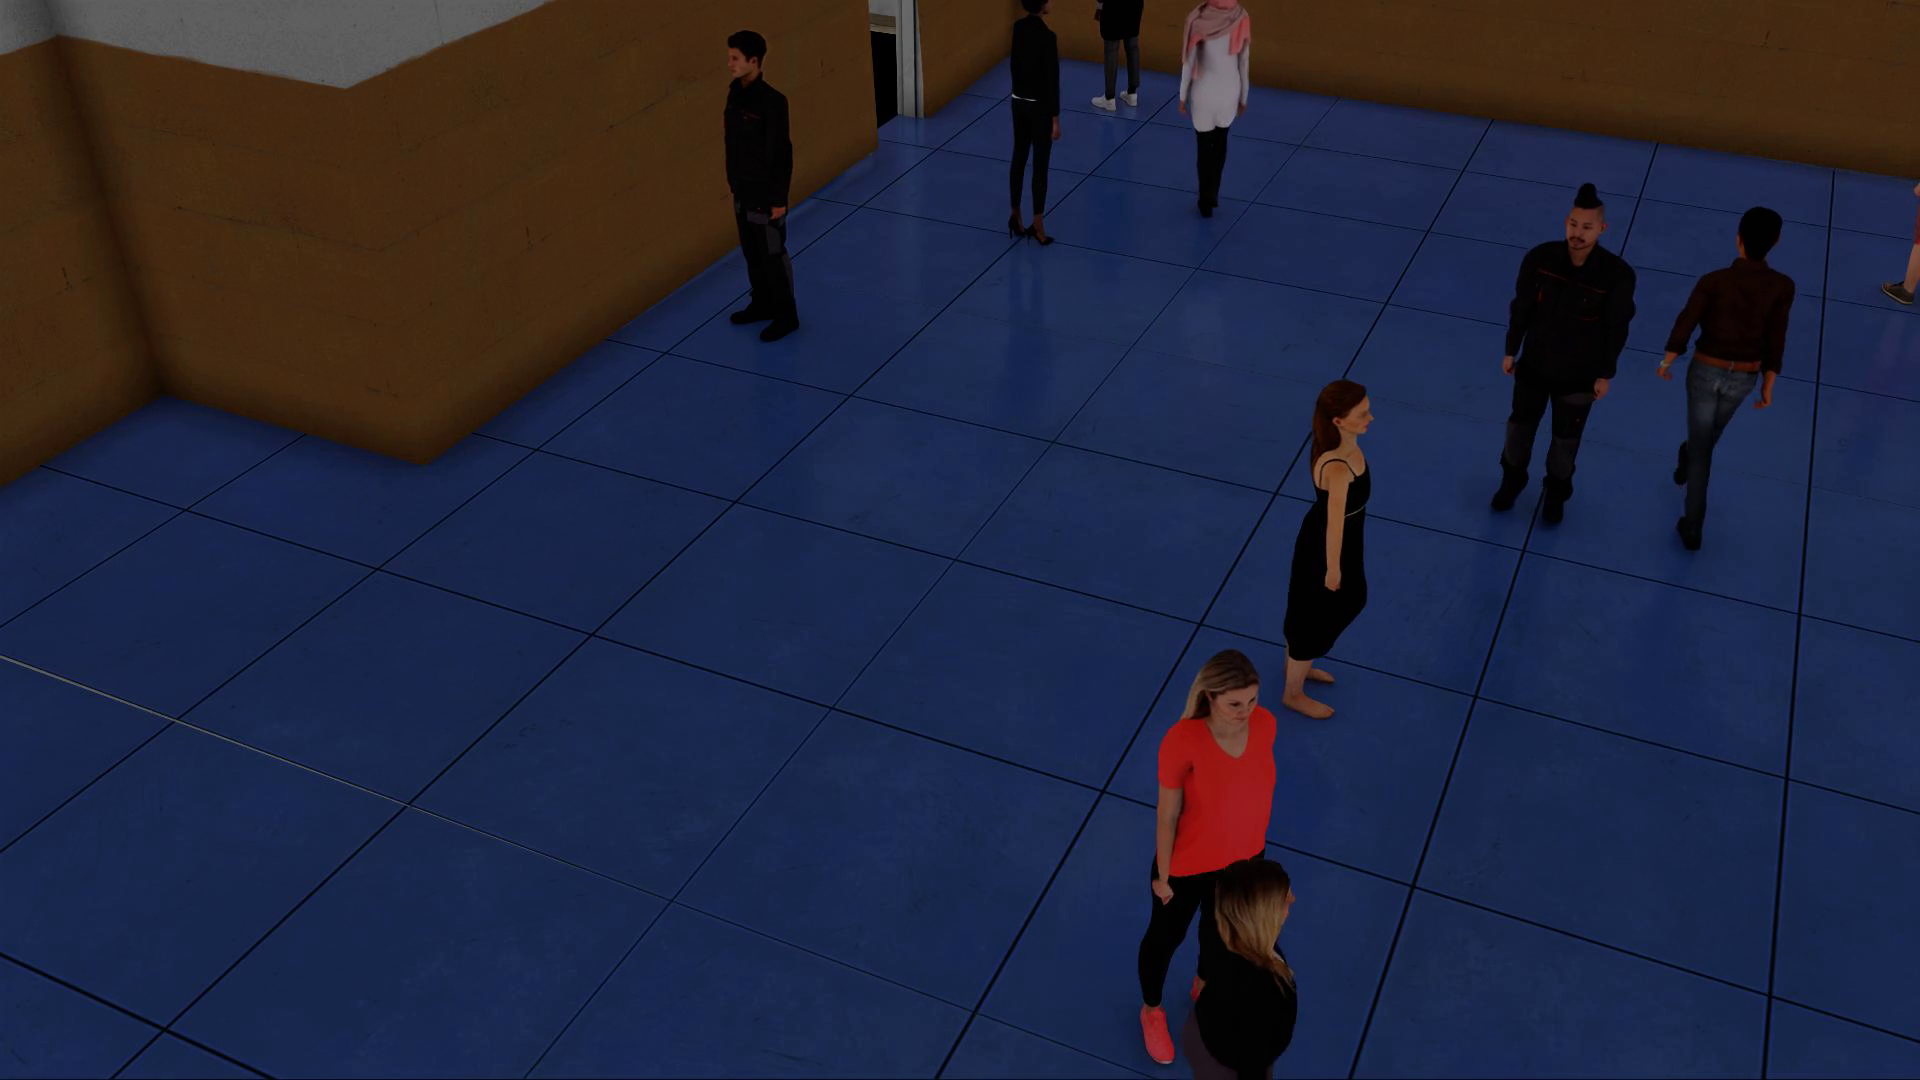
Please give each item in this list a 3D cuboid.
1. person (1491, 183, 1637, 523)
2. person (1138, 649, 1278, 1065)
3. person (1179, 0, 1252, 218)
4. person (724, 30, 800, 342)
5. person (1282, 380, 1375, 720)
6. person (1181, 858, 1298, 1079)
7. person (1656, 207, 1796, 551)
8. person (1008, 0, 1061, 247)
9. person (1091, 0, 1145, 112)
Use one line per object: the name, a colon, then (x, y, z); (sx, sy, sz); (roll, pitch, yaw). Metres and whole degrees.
person: (3.086, -0.952, 8.530); (0.618, 1.853, 0.862); (21, 39, 28)
person: (0.838, 1.063, 5.667); (0.675, 1.695, 0.723); (-14, 36, -20)
person: (1.839, -3.143, 11.897); (0.768, 1.797, 0.854); (-1, 34, -1)
person: (-1.246, -2.210, 10.360); (0.852, 1.945, 0.704); (-24, 41, -32)
person: (1.601, 0.023, 7.292); (0.619, 1.624, 0.621); (8, 34, 11)
person: (0.750, 1.557, 4.954); (0.729, 1.660, 0.686); (-5, 34, -8)
person: (3.843, -0.756, 8.361); (1.098, 1.737, 0.949); (5, 34, 8)
person: (0.512, -2.961, 11.589); (0.739, 1.834, 0.619); (-24, 40, -31)
person: (1.368, -4.517, 13.994); (0.725, 1.762, 0.751); (-17, 37, -24)
